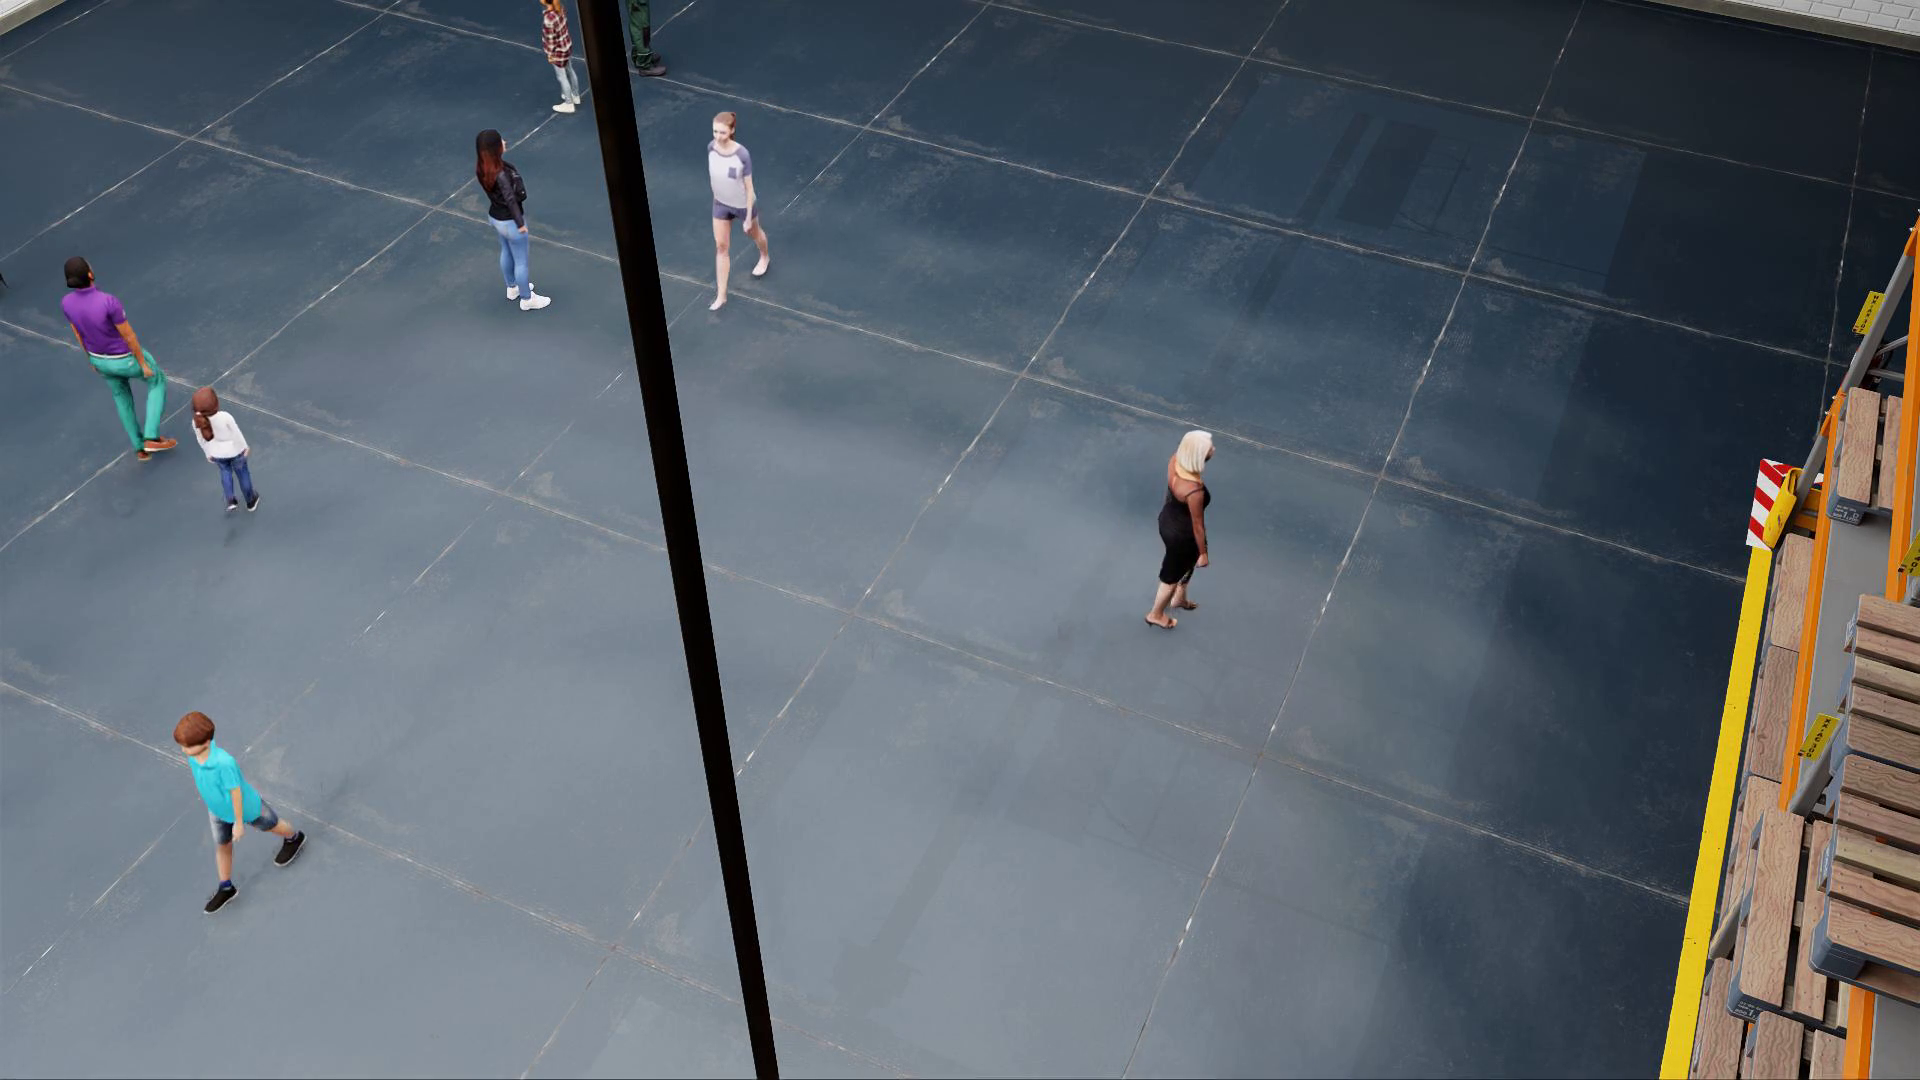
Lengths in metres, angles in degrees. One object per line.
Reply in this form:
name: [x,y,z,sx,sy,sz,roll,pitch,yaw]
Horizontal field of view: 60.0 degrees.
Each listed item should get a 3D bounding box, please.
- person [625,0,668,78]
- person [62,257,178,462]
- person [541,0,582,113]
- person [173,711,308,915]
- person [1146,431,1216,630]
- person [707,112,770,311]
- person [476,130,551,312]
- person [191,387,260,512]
person: [-3.288,-5.606,16.805,0.838,1.840,0.776,-14,45,-14]
person: [-6.275,-1.272,12.316,0.743,1.756,0.779,3,44,3]
person: [-3.946,-4.864,16.412,0.613,1.307,0.480,12,45,12]
person: [-4.175,1.479,9.678,0.562,1.411,0.946,15,46,15]
person: [1.382,-0.033,11.033,0.826,1.731,0.756,-8,44,-8]
person: [-1.846,-2.854,14.011,0.615,1.709,1.155,15,46,15]
person: [-3.775,-2.681,13.885,0.706,1.632,0.710,-29,51,-27]
person: [-5.365,-0.630,12.116,0.533,1.102,0.584,-2,44,-2]
